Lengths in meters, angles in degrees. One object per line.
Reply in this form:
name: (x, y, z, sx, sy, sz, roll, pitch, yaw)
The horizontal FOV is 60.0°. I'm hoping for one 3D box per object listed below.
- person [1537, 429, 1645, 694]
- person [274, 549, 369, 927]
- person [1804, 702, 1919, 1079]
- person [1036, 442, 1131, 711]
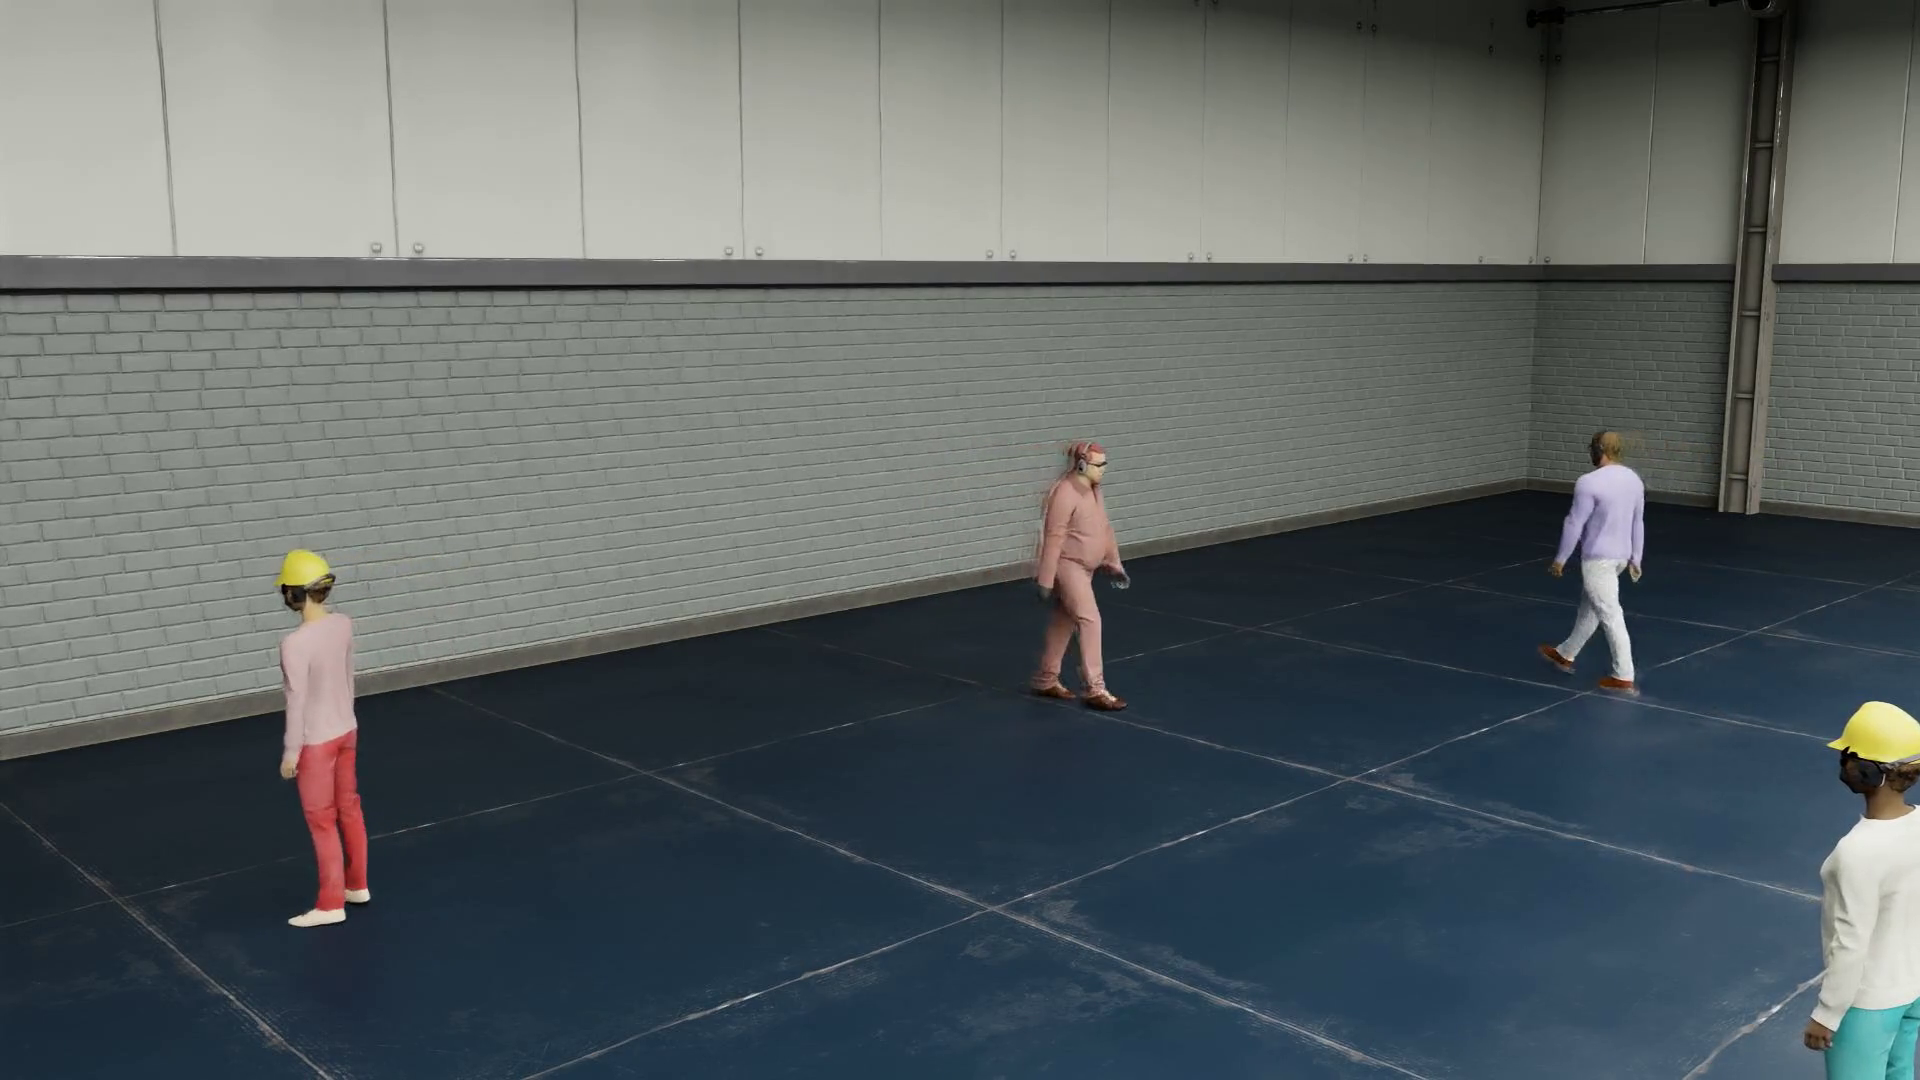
person: (4.623, 0.130, 12.220, 0.639, 1.890, 1.003, -6, 11, -34)
person: (-2.991, 0.915, 7.743, 0.321, 1.768, 0.531, 1, 9, 9)
person: (2.720, 1.355, 5.007, 0.524, 1.770, 0.315, -7, 12, -37)
person: (0.894, 0.246, 11.612, 0.877, 1.863, 0.647, 4, 10, 22)
